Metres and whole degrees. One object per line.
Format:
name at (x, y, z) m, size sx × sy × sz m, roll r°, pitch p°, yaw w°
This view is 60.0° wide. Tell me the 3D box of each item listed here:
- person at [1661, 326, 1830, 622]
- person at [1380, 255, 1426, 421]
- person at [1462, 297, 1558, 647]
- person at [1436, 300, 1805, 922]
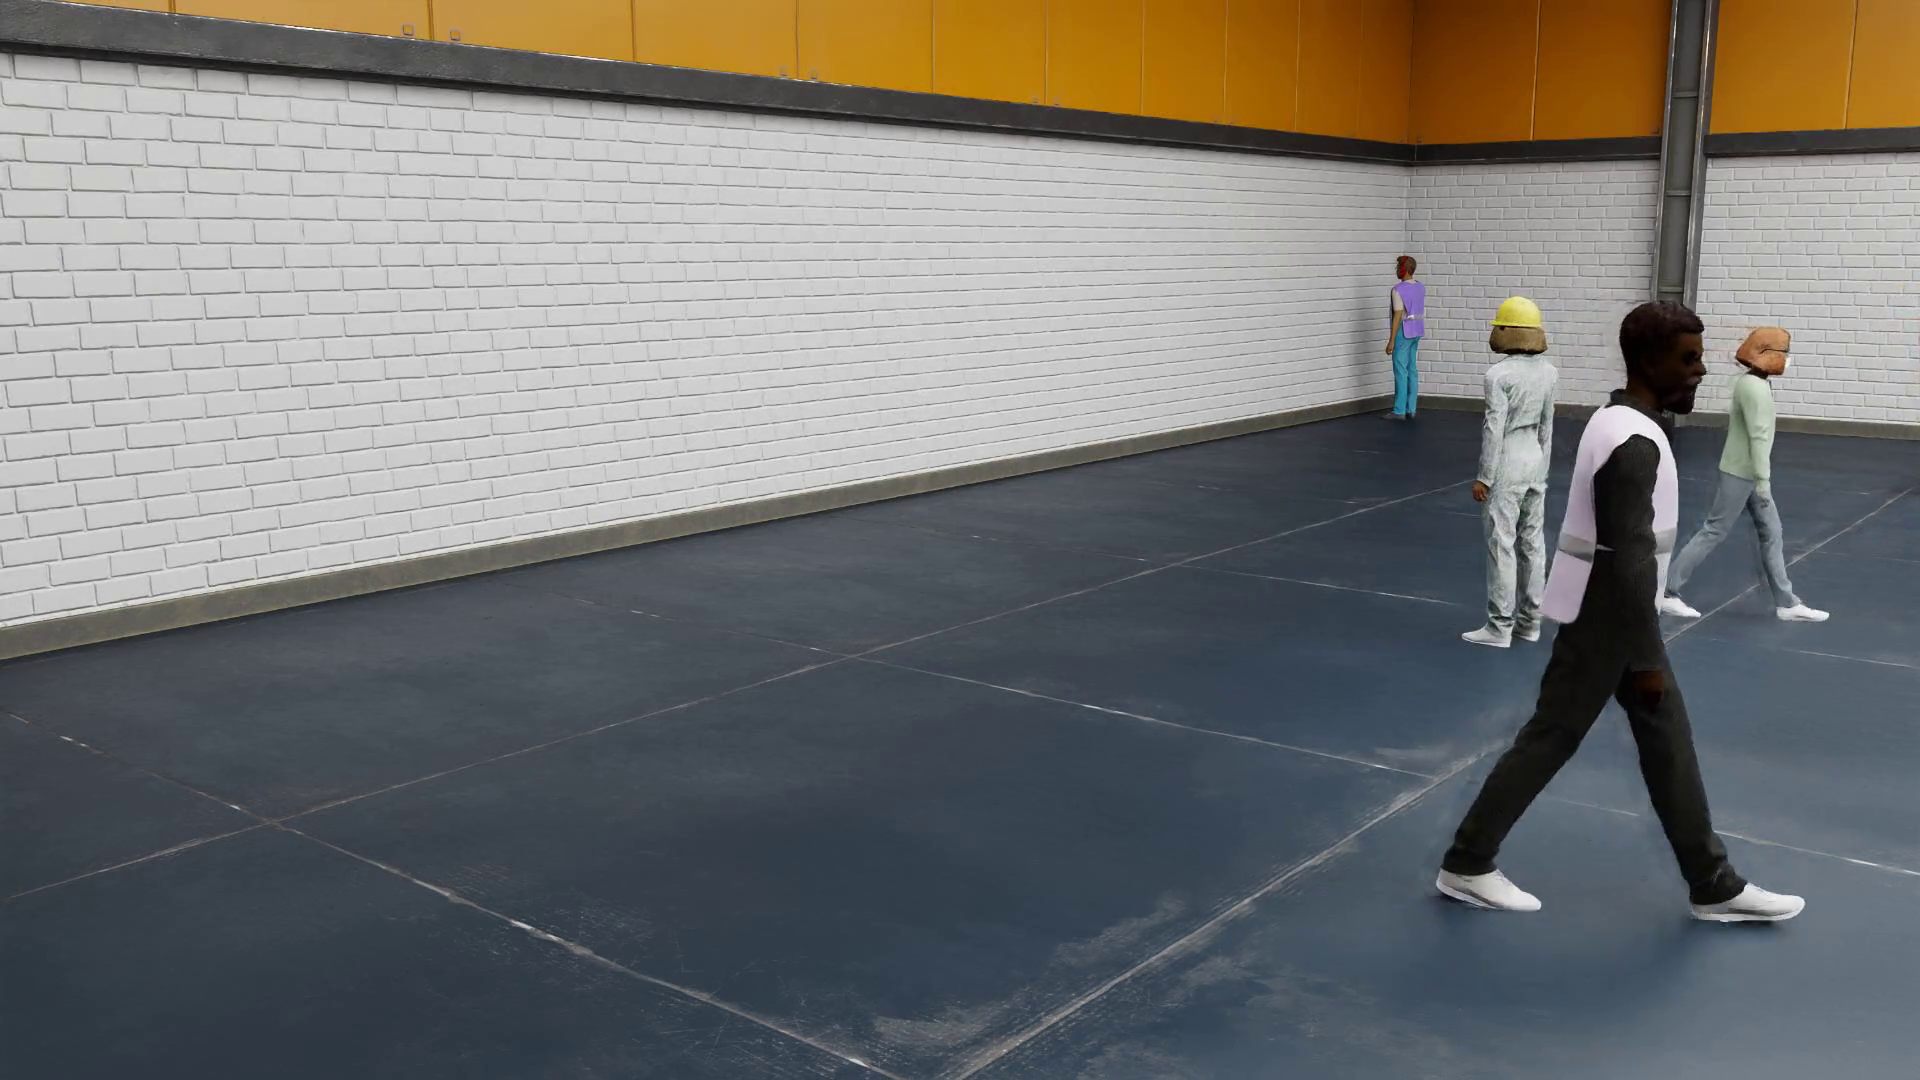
person at (4.159, -0.344, 8.820) m, size 0.870 × 1.581 × 0.508 m, roll 4°, pitch 11°, yaw 23°
person at (5.012, -2.266, 18.715) m, size 0.389 × 1.850 × 0.566 m, roll 10°, pitch 14°, yaw 44°
person at (2.750, -0.337, 8.327) m, size 0.494 × 1.742 × 0.308 m, roll -7°, pitch 12°, yaw -32°
person at (1.935, 0.233, 4.865) m, size 1.041 × 1.857 × 0.590 m, roll 4°, pitch 11°, yaw 20°
